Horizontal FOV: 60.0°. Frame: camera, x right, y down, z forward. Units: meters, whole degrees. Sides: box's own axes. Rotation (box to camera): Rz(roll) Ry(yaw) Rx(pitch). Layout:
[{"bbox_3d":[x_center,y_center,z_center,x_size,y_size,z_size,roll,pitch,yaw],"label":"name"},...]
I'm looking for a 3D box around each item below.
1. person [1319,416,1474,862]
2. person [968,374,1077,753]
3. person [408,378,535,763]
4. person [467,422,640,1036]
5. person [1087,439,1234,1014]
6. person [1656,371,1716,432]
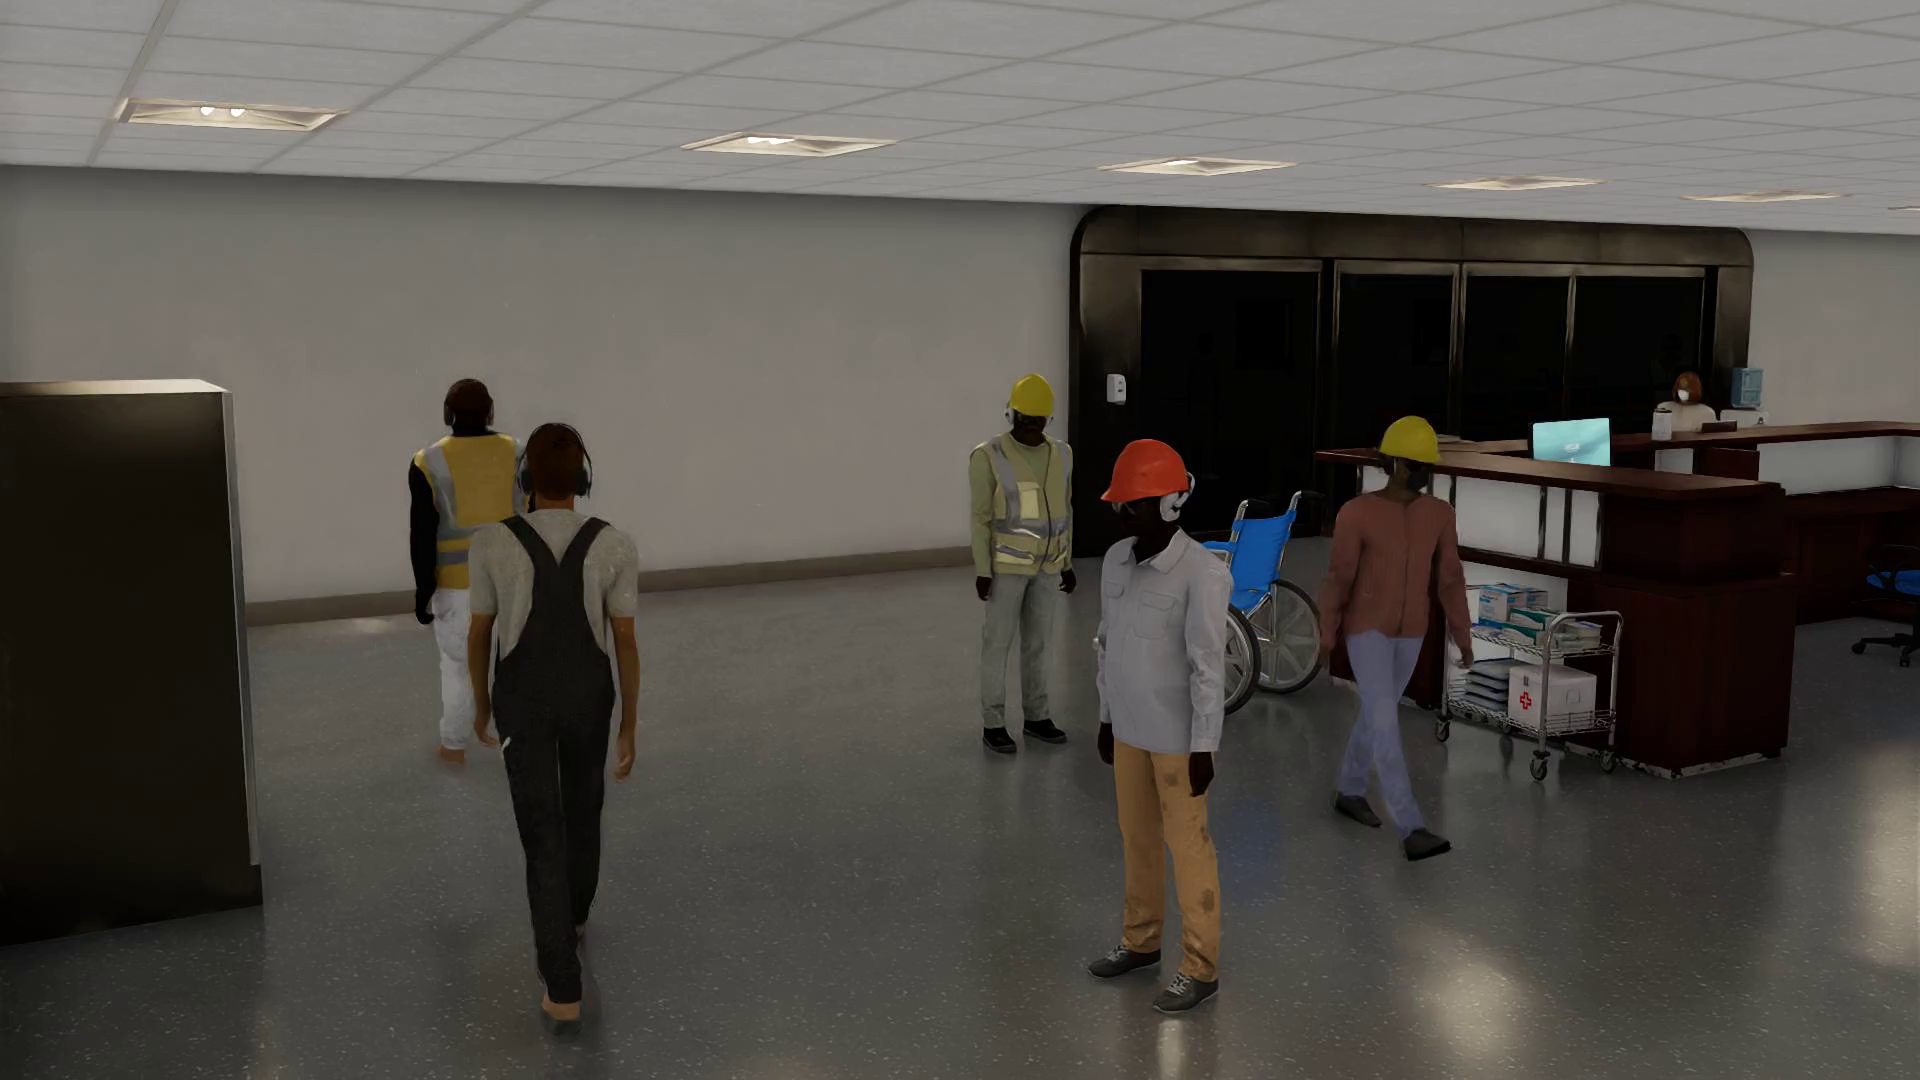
[{"bbox_3d":[1.734,0.373,6.541,0.545,1.712,0.944,-3,8,-21],"label":"person"},{"bbox_3d":[0.324,0.107,8.086,0.591,1.824,0.404,-5,9,-32],"label":"person"},{"bbox_3d":[-2.226,0.164,7.714,0.637,1.838,0.508,-4,9,-29],"label":"person"},{"bbox_3d":[-1.260,0.529,5.189,0.510,1.782,1.008,-3,8,-20],"label":"person"},{"bbox_3d":[0.588,0.559,5.111,0.360,1.742,0.563,-5,9,-32],"label":"person"},{"bbox_3d":[6.183,-0.640,14.218,0.519,1.615,0.576,7,11,42],"label":"person"}]
